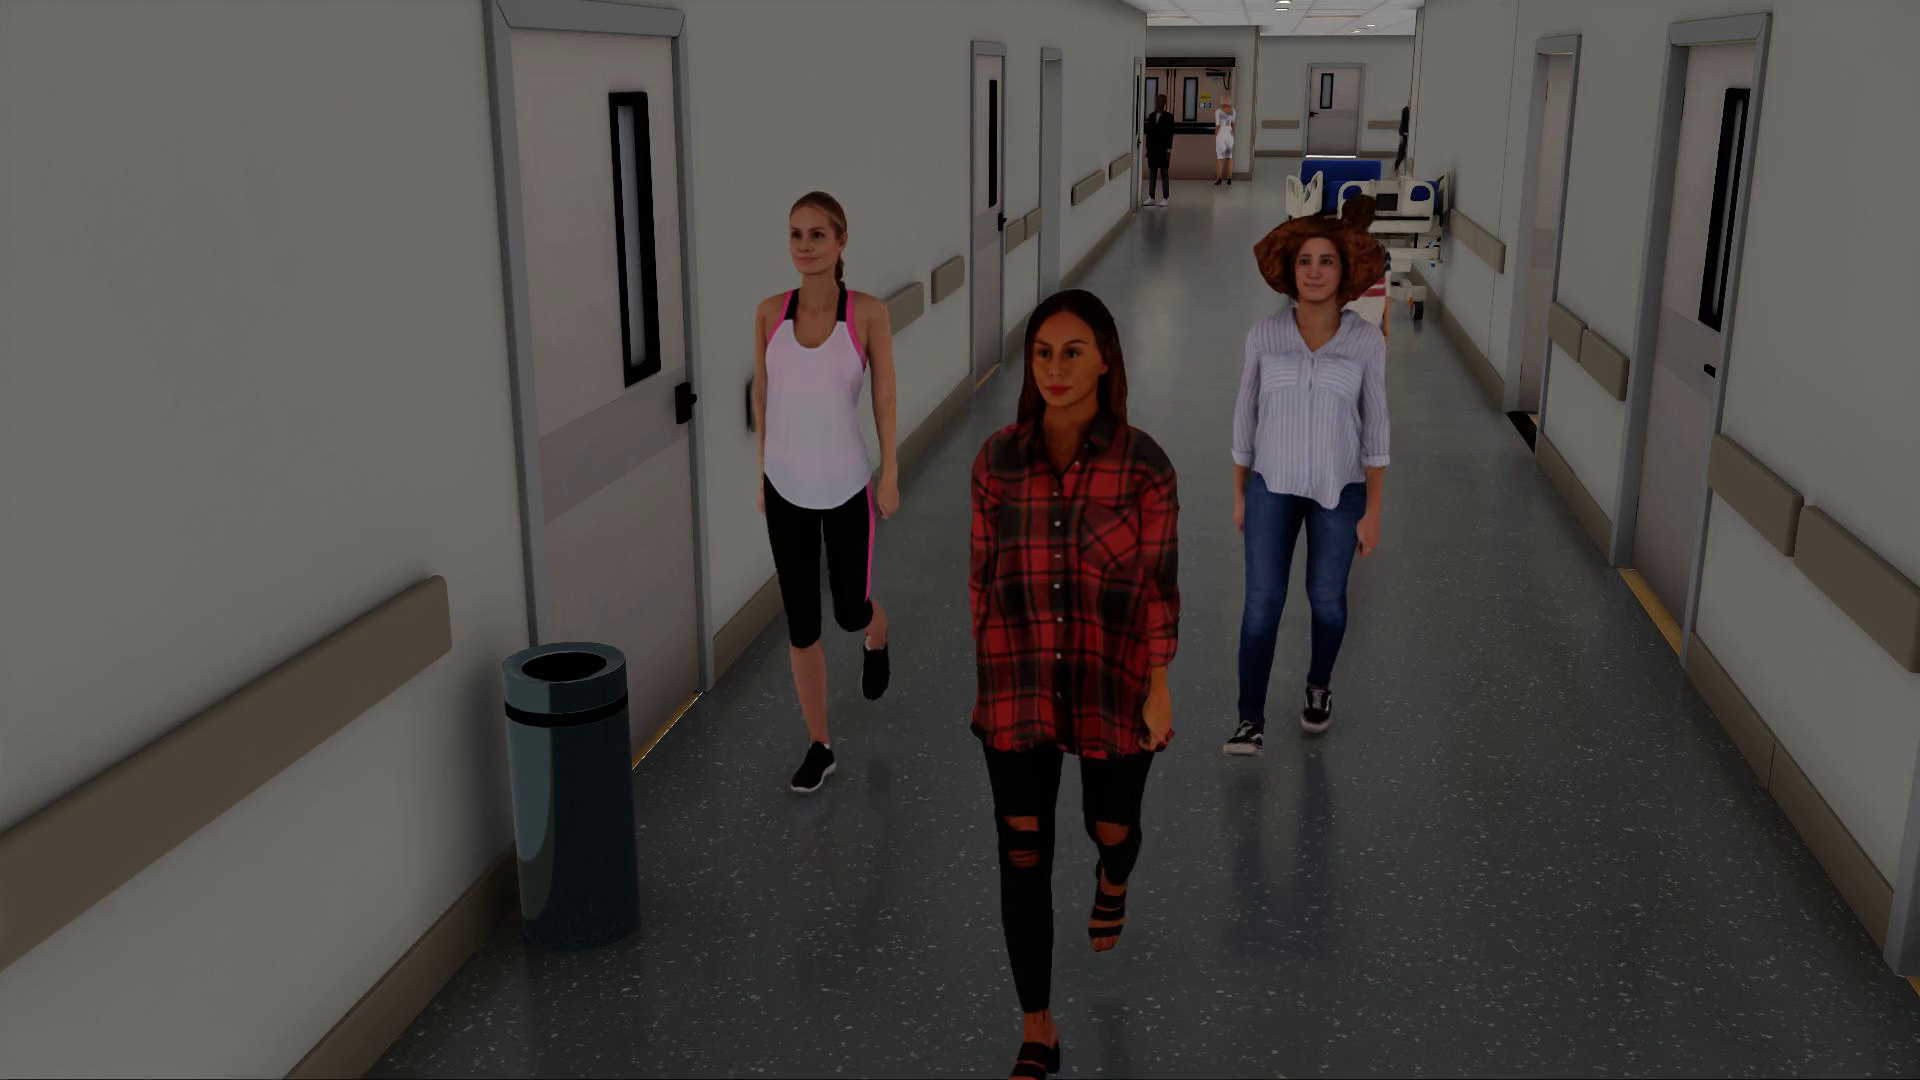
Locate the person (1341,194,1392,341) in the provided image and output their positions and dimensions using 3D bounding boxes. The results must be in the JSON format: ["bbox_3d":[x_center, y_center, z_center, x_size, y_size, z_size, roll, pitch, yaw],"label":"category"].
[{"bbox_3d":[2.333,-1.290,9.734,0.658,1.432,0.671,0,16,0],"label":"person"}]

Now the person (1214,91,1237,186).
[{"bbox_3d":[5.087,-7.709,31.913,0.556,1.752,0.685,-4,16,-13],"label":"person"}]

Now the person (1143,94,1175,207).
[{"bbox_3d":[3.235,-6.304,26.911,0.650,1.762,0.782,11,19,35],"label":"person"}]

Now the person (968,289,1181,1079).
[{"bbox_3d":[0.267,0.315,3.595,1.000,1.675,0.720,4,16,14],"label":"person"}]

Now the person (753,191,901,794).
[{"bbox_3d":[-0.389,-0.154,5.082,0.926,1.770,0.707,4,16,14],"label":"person"}]

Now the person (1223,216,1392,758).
[{"bbox_3d":[1.131,-0.176,5.324,1.017,1.681,0.810,5,17,18],"label":"person"}]
